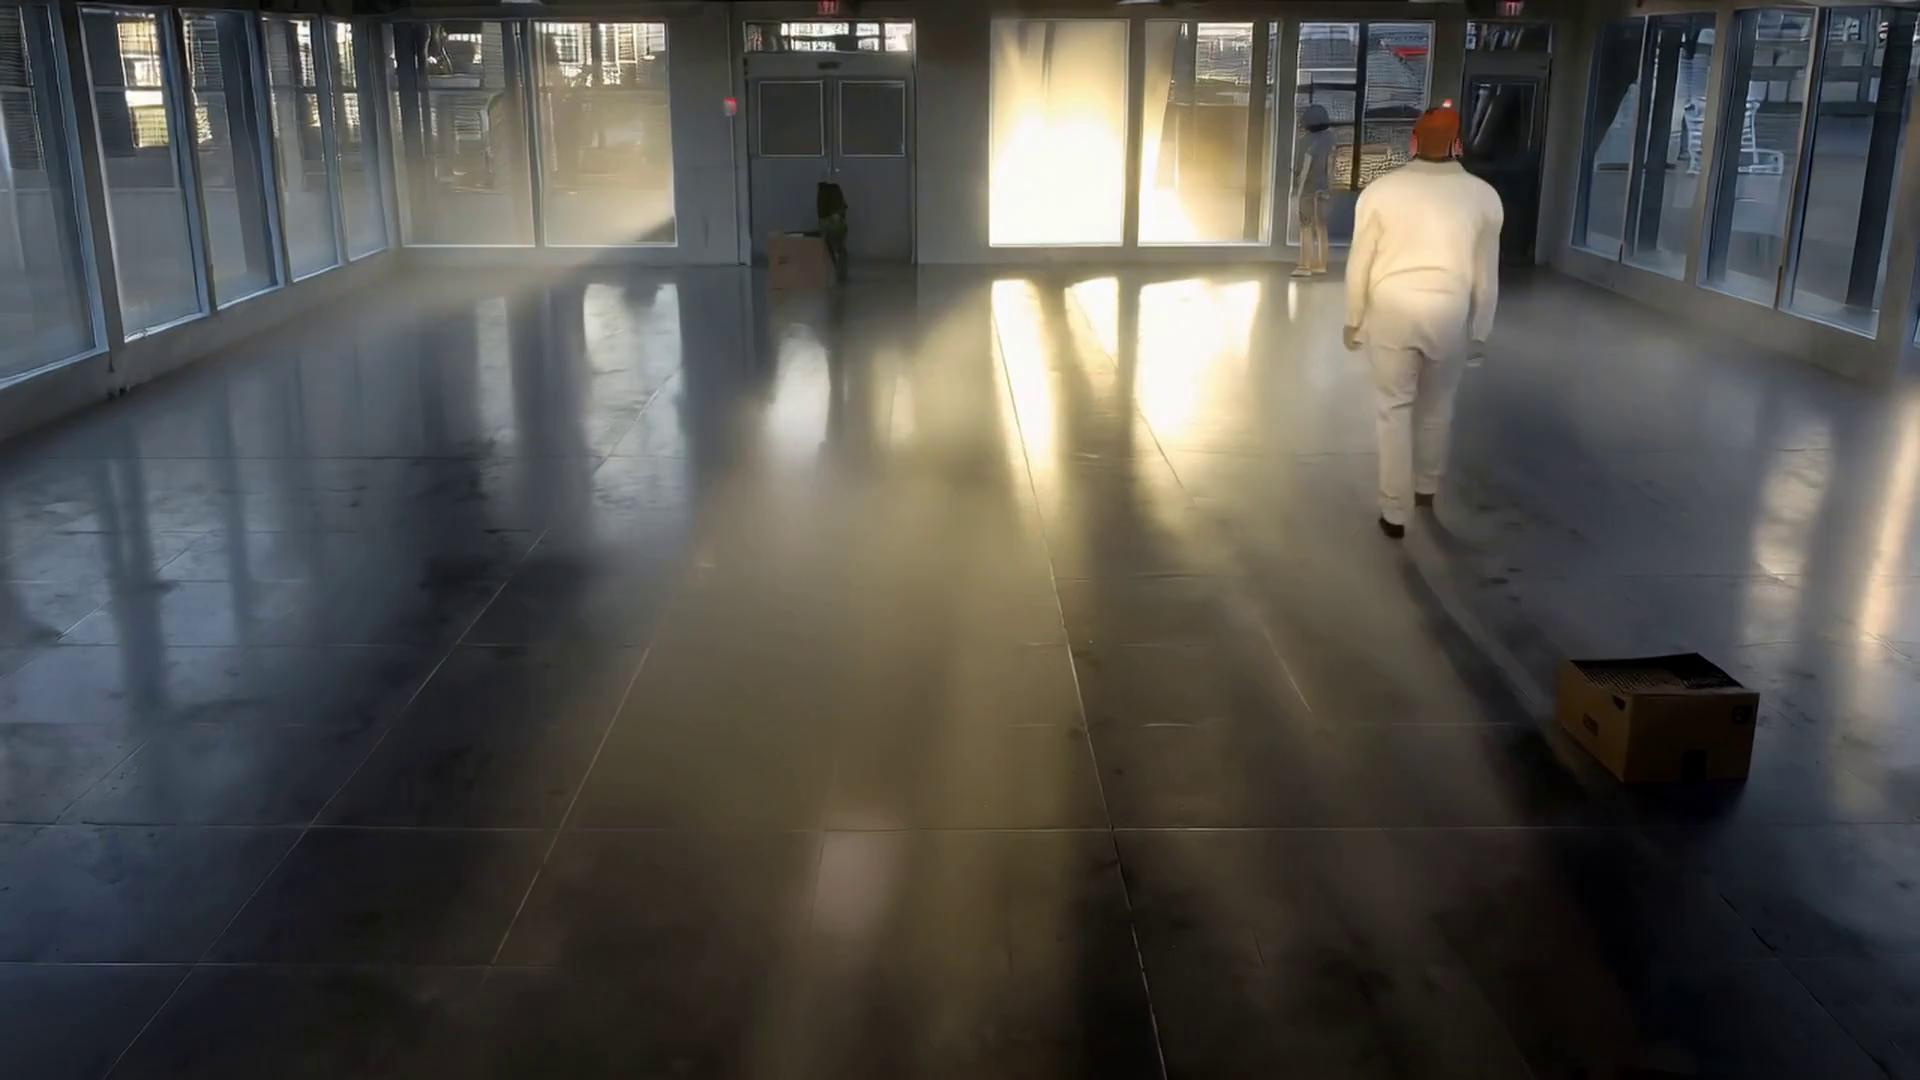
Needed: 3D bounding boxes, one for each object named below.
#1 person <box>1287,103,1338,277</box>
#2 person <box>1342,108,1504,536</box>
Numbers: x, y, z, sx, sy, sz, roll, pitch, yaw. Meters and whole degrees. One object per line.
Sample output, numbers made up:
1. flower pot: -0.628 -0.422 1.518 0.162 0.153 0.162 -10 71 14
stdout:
1. person: 3.380 -3.344 15.954 0.502 1.636 0.280 -9 19 -28
2. person: 2.078 -1.009 7.612 0.647 1.870 0.926 2 16 7
